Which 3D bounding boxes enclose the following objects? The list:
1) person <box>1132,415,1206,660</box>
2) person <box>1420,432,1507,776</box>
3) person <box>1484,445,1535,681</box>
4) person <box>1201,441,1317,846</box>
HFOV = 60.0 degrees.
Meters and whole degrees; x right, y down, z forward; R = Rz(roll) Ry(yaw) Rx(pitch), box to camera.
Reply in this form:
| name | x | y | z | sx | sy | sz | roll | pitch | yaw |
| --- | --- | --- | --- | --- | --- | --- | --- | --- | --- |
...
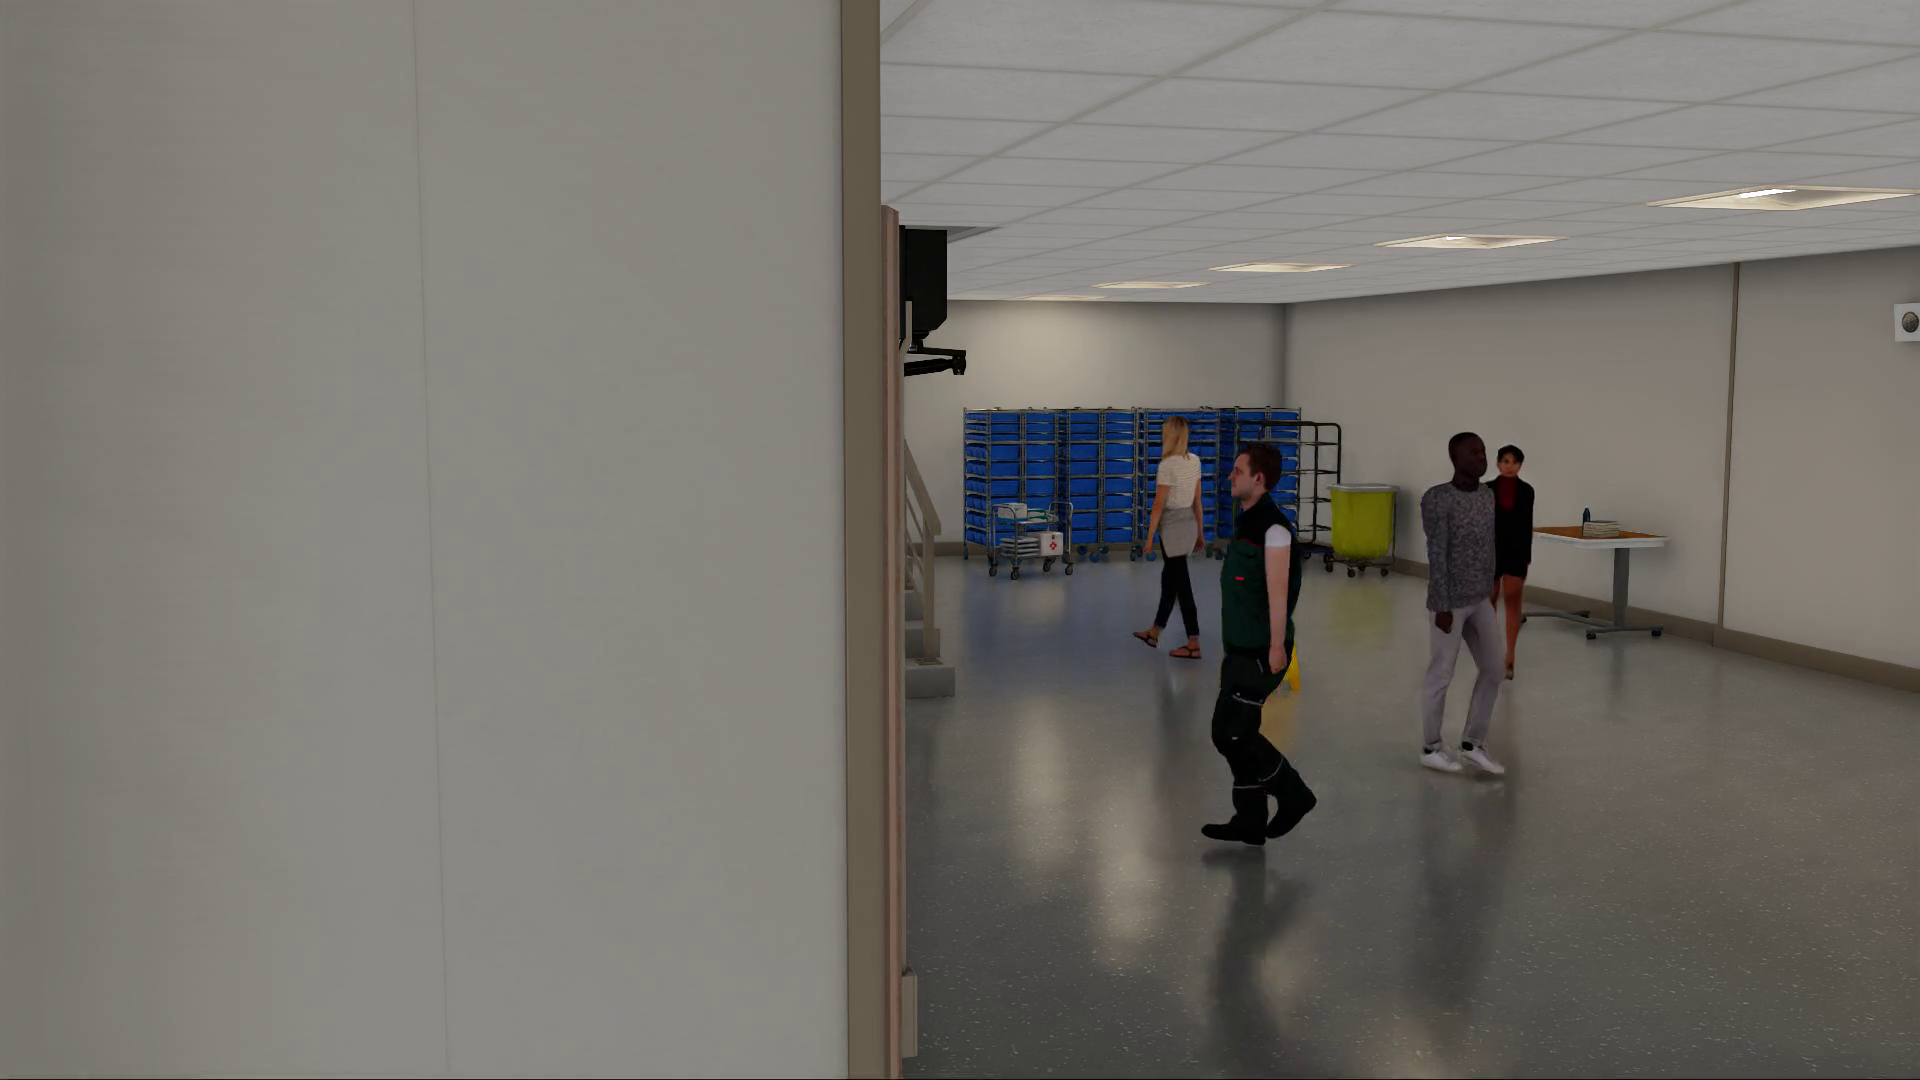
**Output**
| name | x | y | z | sx | sy | sz | roll | pitch | yaw |
| --- | --- | --- | --- | --- | --- | --- | --- | --- | --- |
| person | 1.696 | -0.002 | 12.377 | 1.073 | 1.804 | 0.935 | 5 | 8 | 43 |
| person | 2.615 | 0.335 | 8.939 | 0.804 | 1.821 | 0.799 | -3 | 7 | -31 |
| person | 3.814 | 0.164 | 11.748 | 0.942 | 1.599 | 1.100 | 2 | 6 | 20 |
| person | 1.388 | 0.478 | 7.451 | 0.797 | 1.831 | 0.745 | 0 | 6 | -2 |
